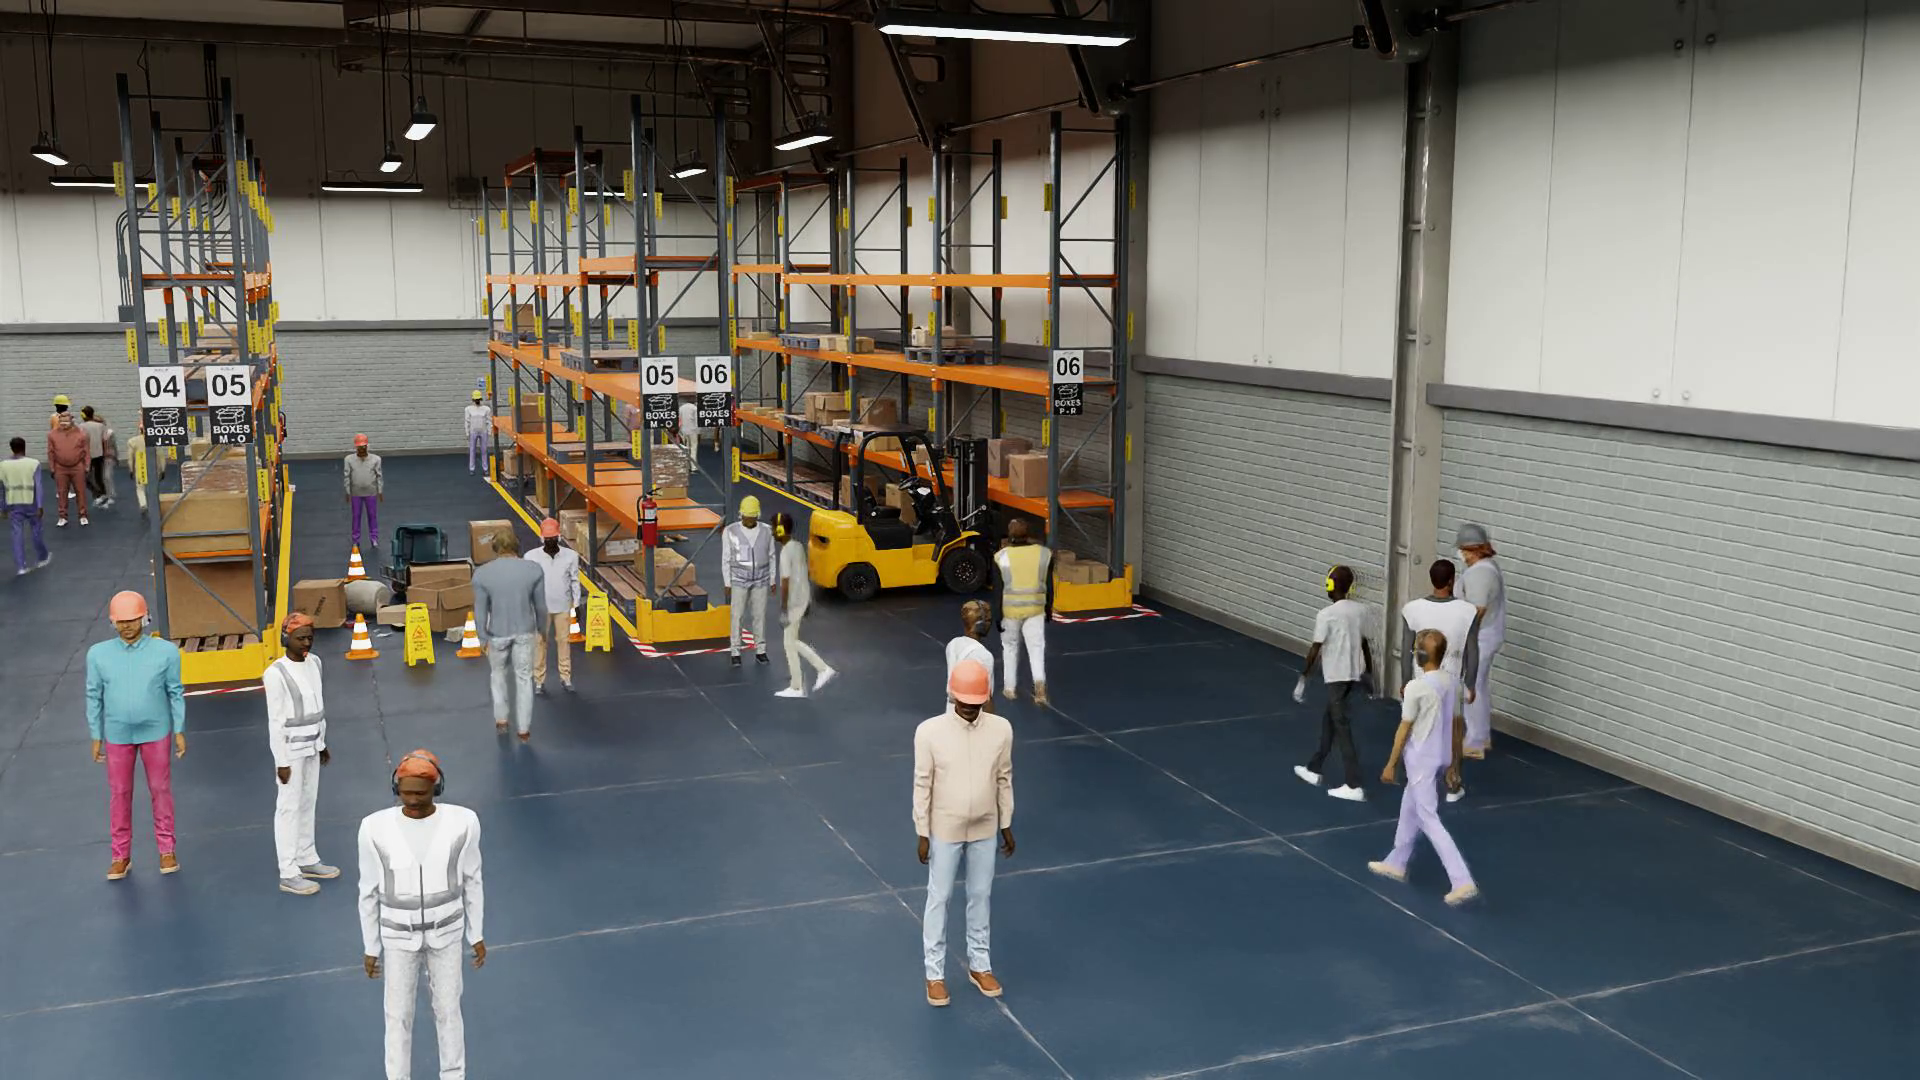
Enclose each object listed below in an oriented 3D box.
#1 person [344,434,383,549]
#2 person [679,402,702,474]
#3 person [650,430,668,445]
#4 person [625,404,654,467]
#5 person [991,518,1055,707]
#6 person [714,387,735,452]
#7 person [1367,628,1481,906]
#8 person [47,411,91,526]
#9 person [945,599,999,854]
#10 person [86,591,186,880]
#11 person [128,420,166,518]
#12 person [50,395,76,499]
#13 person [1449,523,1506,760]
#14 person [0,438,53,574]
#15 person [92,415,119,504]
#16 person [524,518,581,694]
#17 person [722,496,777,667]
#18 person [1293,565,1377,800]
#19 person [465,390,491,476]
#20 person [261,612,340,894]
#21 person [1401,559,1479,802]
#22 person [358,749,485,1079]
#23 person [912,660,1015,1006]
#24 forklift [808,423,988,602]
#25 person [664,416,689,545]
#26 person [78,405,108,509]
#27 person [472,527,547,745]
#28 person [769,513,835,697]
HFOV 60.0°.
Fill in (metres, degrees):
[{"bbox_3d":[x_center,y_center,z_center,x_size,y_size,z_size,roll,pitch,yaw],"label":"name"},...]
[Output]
[{"bbox_3d":[-9.022,-0.735,25.167,0.561,1.753,0.331,-3,10,-20],"label":"person"},{"bbox_3d":[-5.616,-2.269,34.839,0.572,1.747,0.344,7,12,39],"label":"person"},{"bbox_3d":[-5.243,-1.306,29.197,0.502,1.620,0.348,-4,10,-25],"label":"person"},{"bbox_3d":[-6.766,-2.308,35.146,0.544,1.733,0.809,-3,10,-19],"label":"person"},{"bbox_3d":[0.614,0.693,16.007,0.631,1.815,0.793,-1,9,-7],"label":"person"},{"bbox_3d":[-5.553,-3.081,39.029,0.605,2.045,0.385,-3,10,-20],"label":"person"},{"bbox_3d":[3.136,1.481,11.049,0.510,1.816,0.923,-8,12,-41],"label":"person"},{"bbox_3d":[-14.715,-1.176,27.494,0.637,1.901,0.403,-3,10,-20],"label":"person"},{"bbox_3d":[0.079,1.334,11.909,0.344,1.839,0.501,-7,11,-36],"label":"person"},{"bbox_3d":[-5.656,1.327,11.436,0.609,1.996,0.383,-3,10,-20],"label":"person"},{"bbox_3d":[-13.739,-1.202,28.134,0.585,1.738,0.495,-5,10,-27],"label":"person"},{"bbox_3d":[-16.679,-1.733,30.920,0.385,1.922,0.594,-3,10,-20],"label":"person"},{"bbox_3d":[4.418,0.843,14.344,0.536,2.000,0.702,4,10,26],"label":"person"},{"bbox_3d":[-13.104,-0.493,23.294,0.615,1.859,1.032,-2,9,-13],"label":"person"},{"bbox_3d":[-15.610,-1.476,30.327,0.565,1.622,0.538,0,9,-2],"label":"person"},{"bbox_3d":[-4.039,0.644,16.488,0.561,1.753,0.331,-3,10,-20],"label":"person"},{"bbox_3d":[-2.224,0.432,17.617,0.587,1.822,0.404,-3,10,-20],"label":"person"},{"bbox_3d":[2.941,1.117,13.281,0.687,1.820,0.875,-6,11,-34],"label":"person"},{"bbox_3d":[-9.974,-2.215,34.451,0.523,1.769,0.321,-3,10,-20],"label":"person"},{"bbox_3d":[-4.446,1.419,11.212,0.362,1.883,0.575,1,9,8],"label":"person"},{"bbox_3d":[3.762,1.108,13.074,0.587,1.915,0.394,3,10,18],"label":"person"},{"bbox_3d":[-2.592,1.922,8.033,0.573,1.886,0.356,-3,10,-20],"label":"person"},{"bbox_3d":[0.030,1.646,9.465,0.609,1.984,0.398,-3,10,-20],"label":"person"},{"bbox_3d":[-0.830,-0.399,21.676,2.313,2.155,1.214,-4,10,-21],"label":"forklift"},{"bbox_3d":[-4.423,-0.960,25.680,0.394,2.044,0.609,7,11,37],"label":"person"},{"bbox_3d":[-15.340,-1.452,29.413,0.433,1.840,0.566,4,10,22],"label":"person"},{"bbox_3d":[-4.010,0.828,14.860,0.648,1.909,0.845,-3,9,-18],"label":"person"},{"bbox_3d":[-1.583,0.644,16.255,0.540,1.843,0.519,2,9,10],"label":"person"}]
